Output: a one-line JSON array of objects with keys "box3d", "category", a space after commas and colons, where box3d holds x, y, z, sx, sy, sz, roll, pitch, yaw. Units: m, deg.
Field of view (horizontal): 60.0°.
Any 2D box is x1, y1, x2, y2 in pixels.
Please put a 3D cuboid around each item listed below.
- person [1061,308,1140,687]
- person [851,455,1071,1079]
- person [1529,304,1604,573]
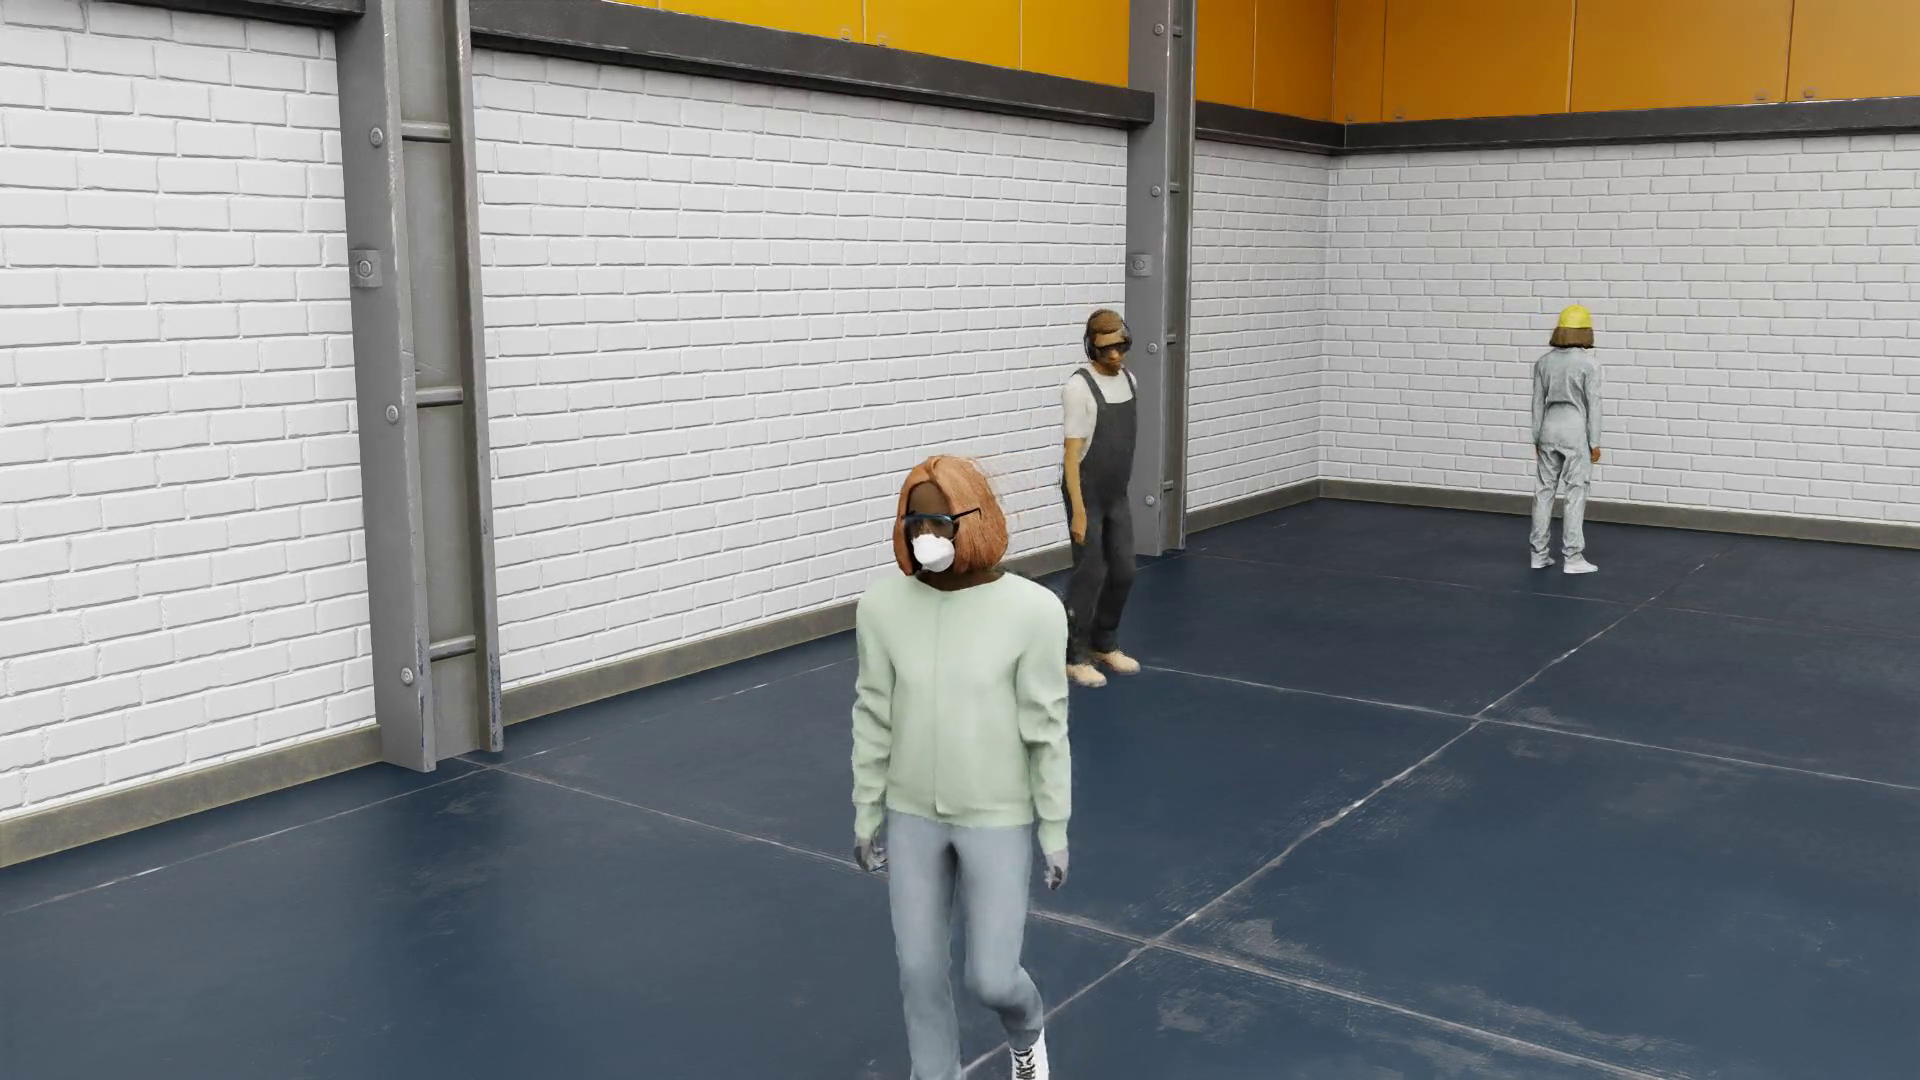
[{"box3d": [0.641, -0.185, 7.832, 0.538, 1.804, 0.472, -9, 13, -44], "category": "person"}, {"box3d": [0.010, 0.609, 3.668, 0.514, 1.615, 0.461, 4, 10, 23], "category": "person"}, {"box3d": [3.965, -0.659, 10.848, 0.318, 1.742, 0.492, -7, 12, -37], "category": "person"}]
